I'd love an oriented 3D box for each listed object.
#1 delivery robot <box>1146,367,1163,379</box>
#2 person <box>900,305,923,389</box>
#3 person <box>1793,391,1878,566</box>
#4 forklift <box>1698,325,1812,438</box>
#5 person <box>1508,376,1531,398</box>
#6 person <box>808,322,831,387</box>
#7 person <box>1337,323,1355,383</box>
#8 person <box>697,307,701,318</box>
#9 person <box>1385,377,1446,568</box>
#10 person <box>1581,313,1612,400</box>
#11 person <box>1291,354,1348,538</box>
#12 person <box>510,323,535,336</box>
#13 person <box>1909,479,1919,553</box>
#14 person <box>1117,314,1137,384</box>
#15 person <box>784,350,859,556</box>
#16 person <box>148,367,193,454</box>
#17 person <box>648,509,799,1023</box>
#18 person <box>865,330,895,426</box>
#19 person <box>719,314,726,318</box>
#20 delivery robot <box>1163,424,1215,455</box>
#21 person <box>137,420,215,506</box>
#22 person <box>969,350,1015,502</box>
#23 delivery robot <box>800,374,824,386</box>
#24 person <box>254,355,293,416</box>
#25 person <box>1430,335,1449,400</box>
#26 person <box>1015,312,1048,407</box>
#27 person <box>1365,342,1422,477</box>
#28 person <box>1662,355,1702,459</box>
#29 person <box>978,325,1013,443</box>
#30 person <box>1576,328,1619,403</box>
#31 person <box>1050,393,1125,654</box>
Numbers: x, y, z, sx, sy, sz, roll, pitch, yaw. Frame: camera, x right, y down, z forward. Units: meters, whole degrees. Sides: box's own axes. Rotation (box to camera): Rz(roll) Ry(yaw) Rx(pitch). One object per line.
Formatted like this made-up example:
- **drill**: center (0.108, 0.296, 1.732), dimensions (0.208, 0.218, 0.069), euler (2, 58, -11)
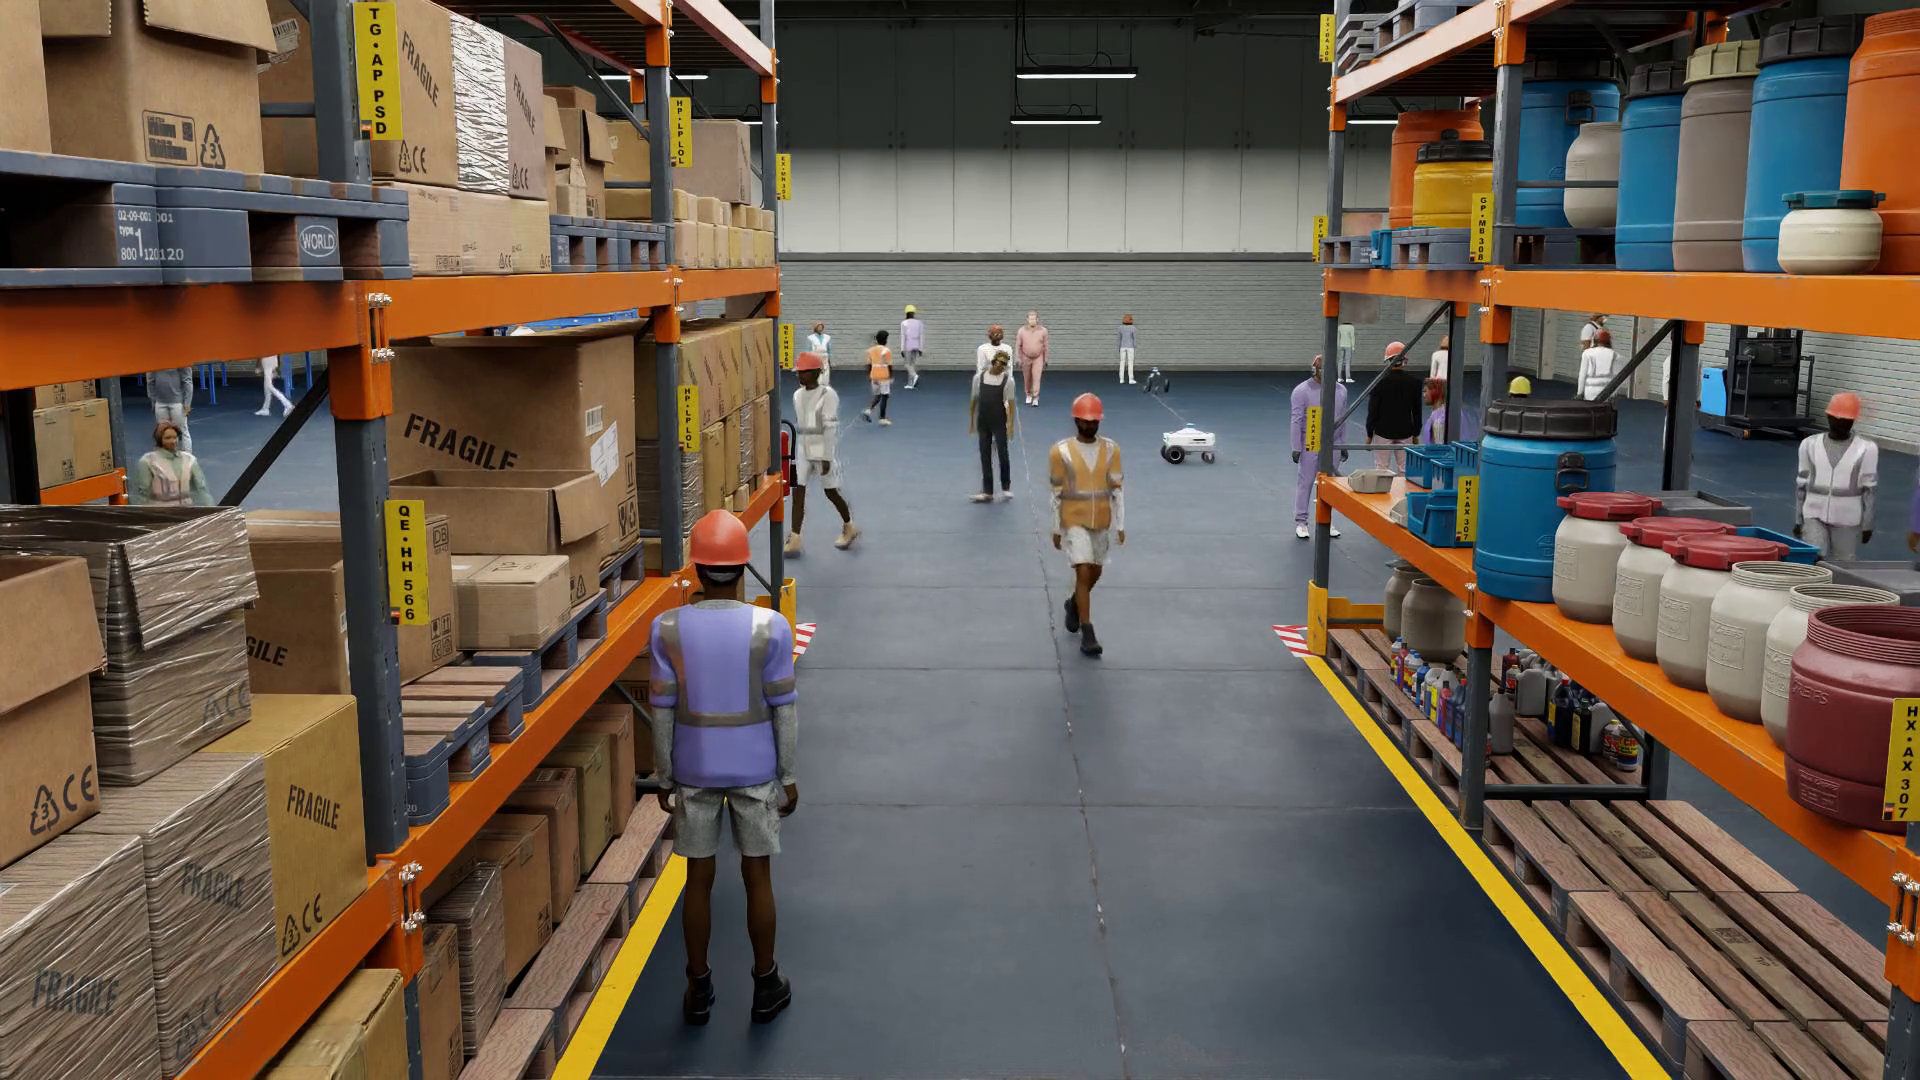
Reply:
- **delivery robot**: center (4.317, -3.699, 36.712), dimensions (0.335, 0.223, 0.698), euler (4, 10, 20)
- **person**: center (-1.059, -4.330, 37.395), dimensions (0.595, 1.905, 0.651), euler (-6, 11, -34)
- **person**: center (6.669, -0.198, 12.662), dimensions (0.546, 1.912, 0.748), euler (7, 12, 37)
- **forklift**: center (13.248, -3.165, 27.620), dimensions (1.129, 2.768, 1.873), euler (0, 9, 1)
- **person**: center (5.465, -0.745, 16.386), dimensions (0.534, 1.752, 0.481), euler (1, 10, 8)
- **person**: center (-2.877, -3.675, 34.316), dimensions (0.539, 1.609, 0.684), euler (-4, 10, -22)
- **person**: center (9.223, -4.583, 39.706), dimensions (0.280, 1.636, 0.500), euler (-8, 12, -40)
- **person**: center (-5.698, -4.050, 35.658), dimensions (0.625, 1.928, 0.816), euler (-3, 10, -20)
- **person**: center (4.488, -0.607, 15.399), dimensions (0.916, 1.810, 0.578), euler (4, 10, 23)
- **person**: center (12.308, -3.490, 32.078), dimensions (0.720, 2.000, 0.535), euler (-6, 11, -34)
- **person**: center (3.753, -0.975, 17.290), dimensions (0.652, 1.906, 0.404), euler (-3, 10, -17)
- **person**: center (-8.053, -3.194, 30.587), dimensions (0.403, 1.904, 0.651), euler (5, 11, 27)
- **person**: center (7.038, -0.101, 11.725), dimensions (0.652, 2.015, 0.704), euler (1, 10, 8)
- **person**: center (3.960, -4.518, 39.317), dimensions (0.502, 1.636, 0.280), euler (5, 11, 27)
- **person**: center (-1.390, -0.872, 16.409), dimensions (0.621, 2.008, 1.016), euler (7, 12, 38)
- **person**: center (-10.564, -1.824, 22.276), dimensions (0.629, 1.940, 0.377), euler (2, 10, 14)
- **person**: center (-0.877, 0.849, 6.253), dimensions (0.551, 1.942, 0.344), euler (0, 9, 0)
- **person**: center (-1.397, -2.829, 29.057), dimensions (0.533, 1.679, 0.410), euler (9, 13, 44)
- **person**: center (-5.238, -4.342, 38.092), dimensions (0.571, 1.685, 0.551), euler (-1, 10, -6)
- **delivery robot**: center (3.291, -1.427, 23.881), dimensions (0.707, 0.478, 0.477), euler (0, 10, -2)
- **person**: center (-6.183, -0.138, 13.117), dimensions (0.681, 1.605, 0.564), euler (4, 10, 21)
- **person**: center (0.401, -1.366, 19.936), dimensions (0.583, 1.812, 0.417), euler (2, 10, 14)
- **delivery robot**: center (-3.223, -3.529, 36.470), dimensions (0.477, 0.478, 0.707), euler (4, 10, 20)
- **person**: center (-12.817, -3.225, 30.948), dimensions (0.844, 1.846, 0.517), euler (2, 10, 12)
- **person**: center (8.350, -2.716, 28.598), dimensions (0.507, 1.605, 0.714), euler (2, 10, 14)
- **person**: center (1.449, -3.656, 33.470), dimensions (0.657, 1.872, 0.946), euler (1, 10, 5)
- **person**: center (4.701, -1.146, 18.086), dimensions (0.626, 1.994, 0.419), euler (-1, 10, -7)
- **person**: center (10.495, -2.085, 24.153), dimensions (0.589, 1.834, 0.403), euler (-1, 10, -7)
- **person**: center (0.560, -2.447, 26.243), dimensions (0.579, 1.868, 0.571), euler (-1, 10, -7)
- **person**: center (9.571, -2.230, 24.922), dimensions (0.600, 1.872, 0.600), euler (-1, 10, -8)
- **person**: center (0.931, -0.161, 12.433), dimensions (0.555, 1.909, 0.892), euler (-3, 10, -15)
